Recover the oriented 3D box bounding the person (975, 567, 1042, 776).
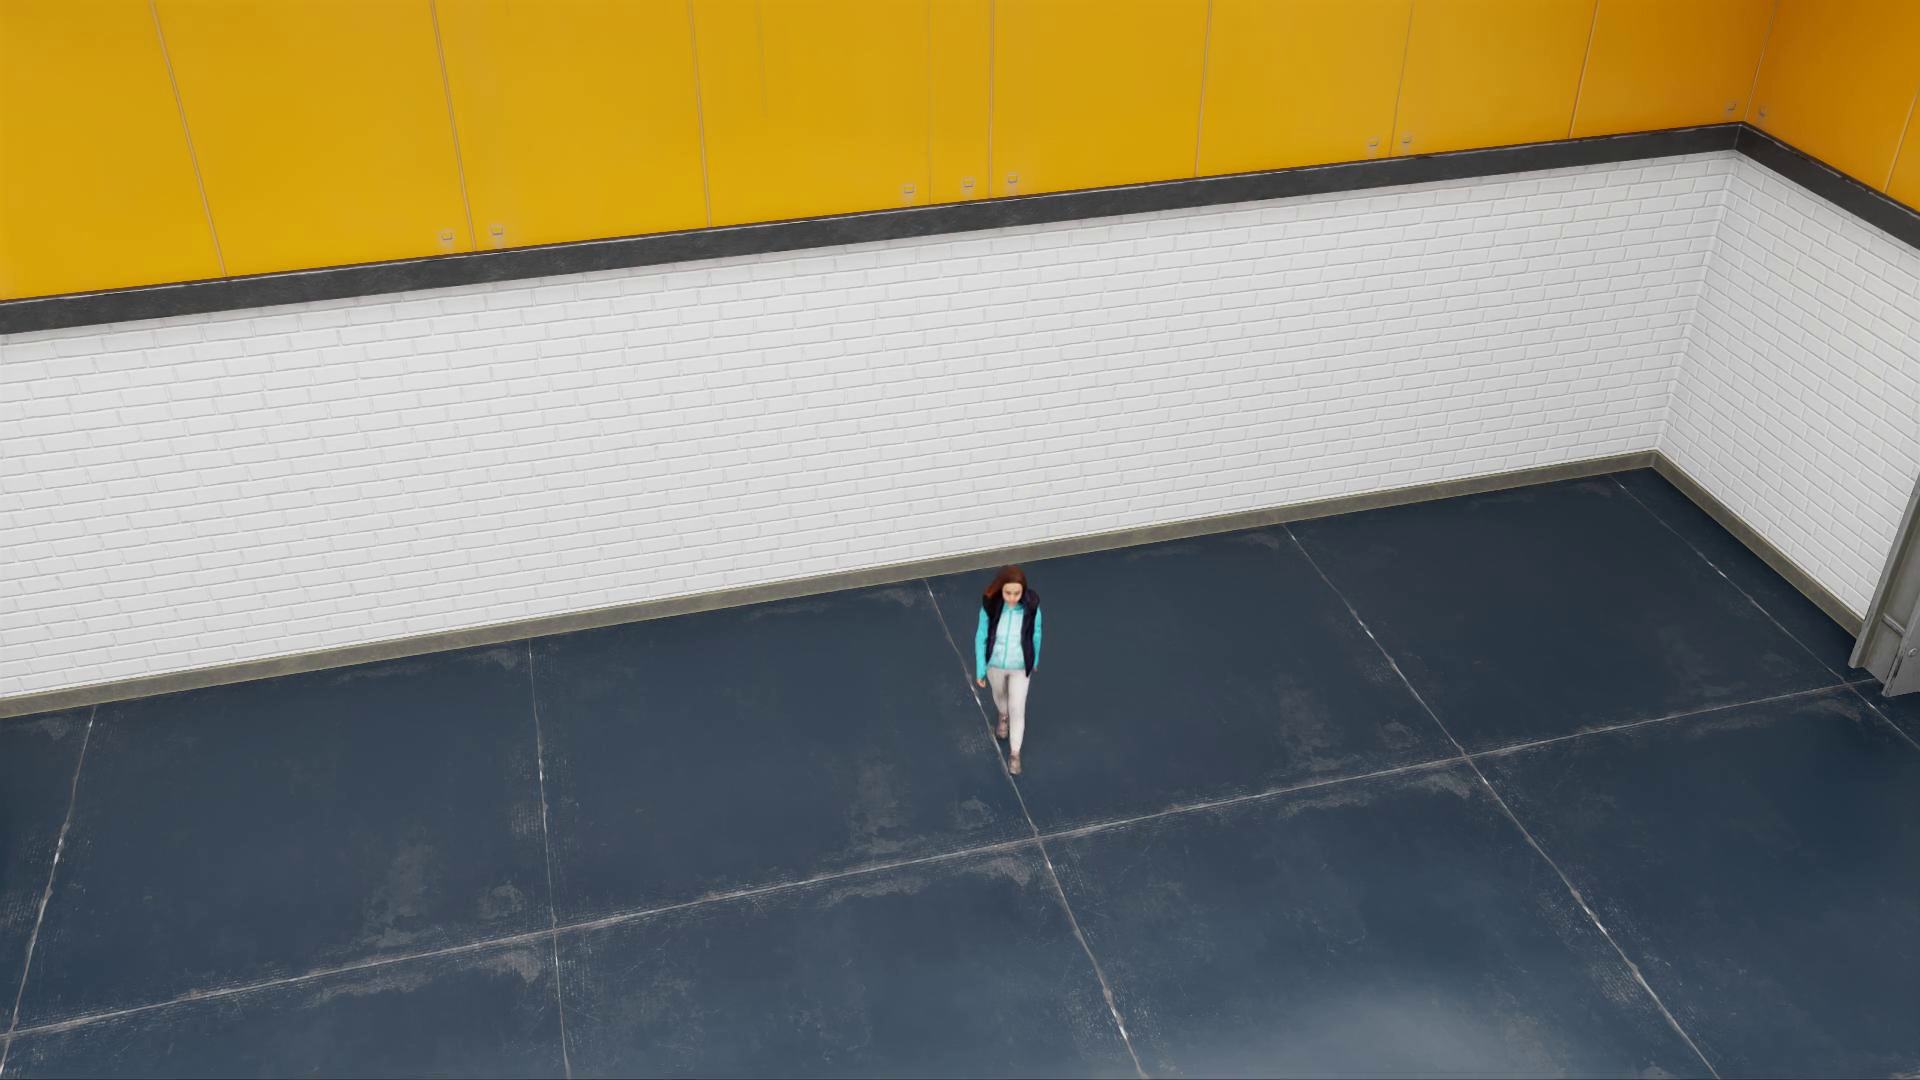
[{"bbox_3d":[0.308,0.749,10.868,0.762,1.459,1.001,3,34,4],"label":"person"}]
